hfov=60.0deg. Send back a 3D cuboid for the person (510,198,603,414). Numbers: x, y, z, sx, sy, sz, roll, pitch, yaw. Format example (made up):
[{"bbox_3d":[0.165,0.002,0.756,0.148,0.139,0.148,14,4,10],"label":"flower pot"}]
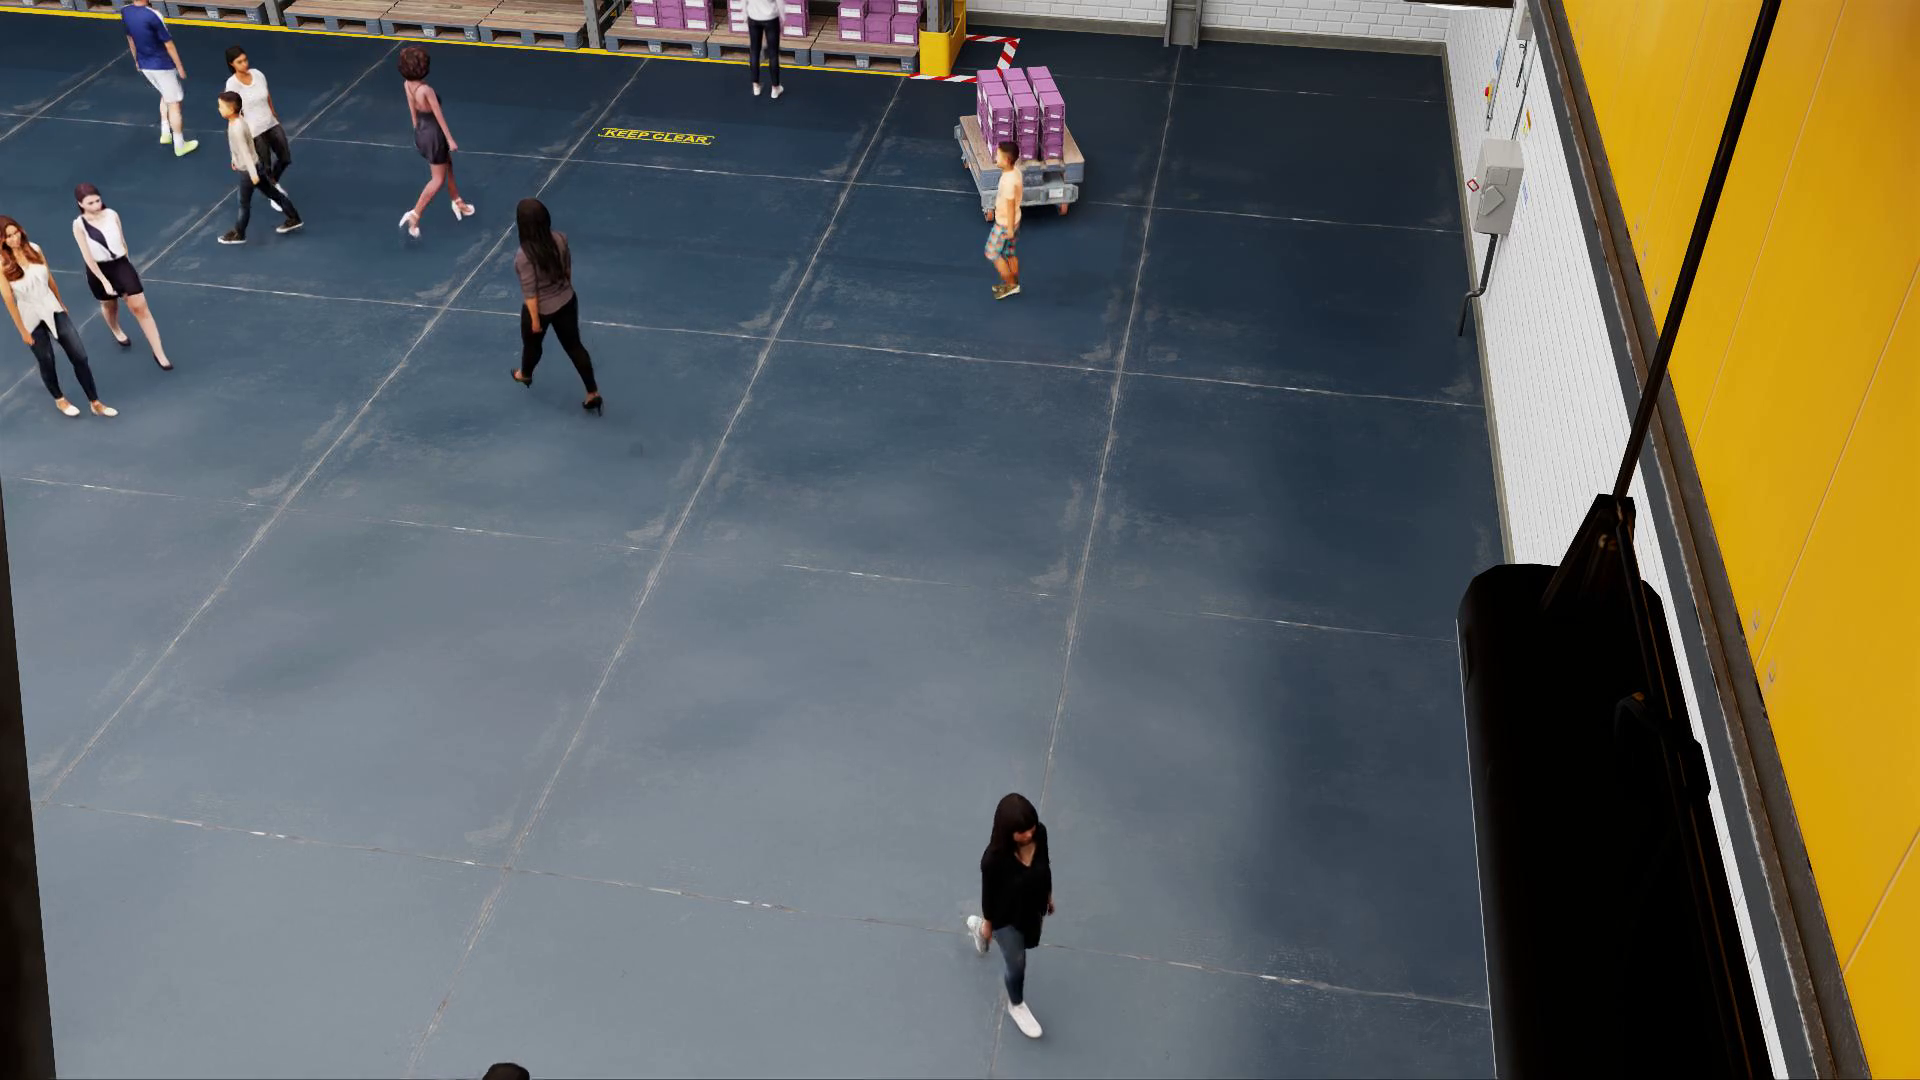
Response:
[{"bbox_3d":[-3.099,-1.749,12.910,1.243,1.798,1.034,27,46,29],"label":"person"}]

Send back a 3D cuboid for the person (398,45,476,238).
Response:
[{"bbox_3d":[-4.911,-3.616,15.279,1.069,1.758,1.006,31,48,33],"label":"person"}]

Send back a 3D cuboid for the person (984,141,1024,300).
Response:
[{"bbox_3d":[0.482,-2.781,14.480,0.525,1.451,0.517,6,39,8],"label":"person"}]

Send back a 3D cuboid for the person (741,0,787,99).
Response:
[{"bbox_3d":[-2.103,-5.569,17.770,0.502,1.702,0.694,9,39,11],"label":"person"}]

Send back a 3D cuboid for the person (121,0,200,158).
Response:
[{"bbox_3d":[-8.049,-4.690,16.570,0.619,1.827,0.766,13,40,16],"label":"person"}]

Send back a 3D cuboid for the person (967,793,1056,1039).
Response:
[{"bbox_3d":[0.249,1.835,8.557,0.895,1.629,0.995,-28,46,-30],"label":"person"}]

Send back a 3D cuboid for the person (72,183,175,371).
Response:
[{"bbox_3d":[-6.974,-2.161,13.583,1.111,1.602,0.918,29,47,31],"label":"person"}]

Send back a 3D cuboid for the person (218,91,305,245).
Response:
[{"bbox_3d":[-6.462,-3.428,15.309,1.073,1.428,0.901,-14,41,-17],"label":"person"}]

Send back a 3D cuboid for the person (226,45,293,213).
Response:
[{"bbox_3d":[-6.673,-3.905,15.739,0.751,1.636,0.702,25,45,28],"label":"person"}]

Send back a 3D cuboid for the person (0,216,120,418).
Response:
[{"bbox_3d":[-7.190,-1.732,12.913,0.942,1.767,0.803,20,43,23],"label":"person"}]
